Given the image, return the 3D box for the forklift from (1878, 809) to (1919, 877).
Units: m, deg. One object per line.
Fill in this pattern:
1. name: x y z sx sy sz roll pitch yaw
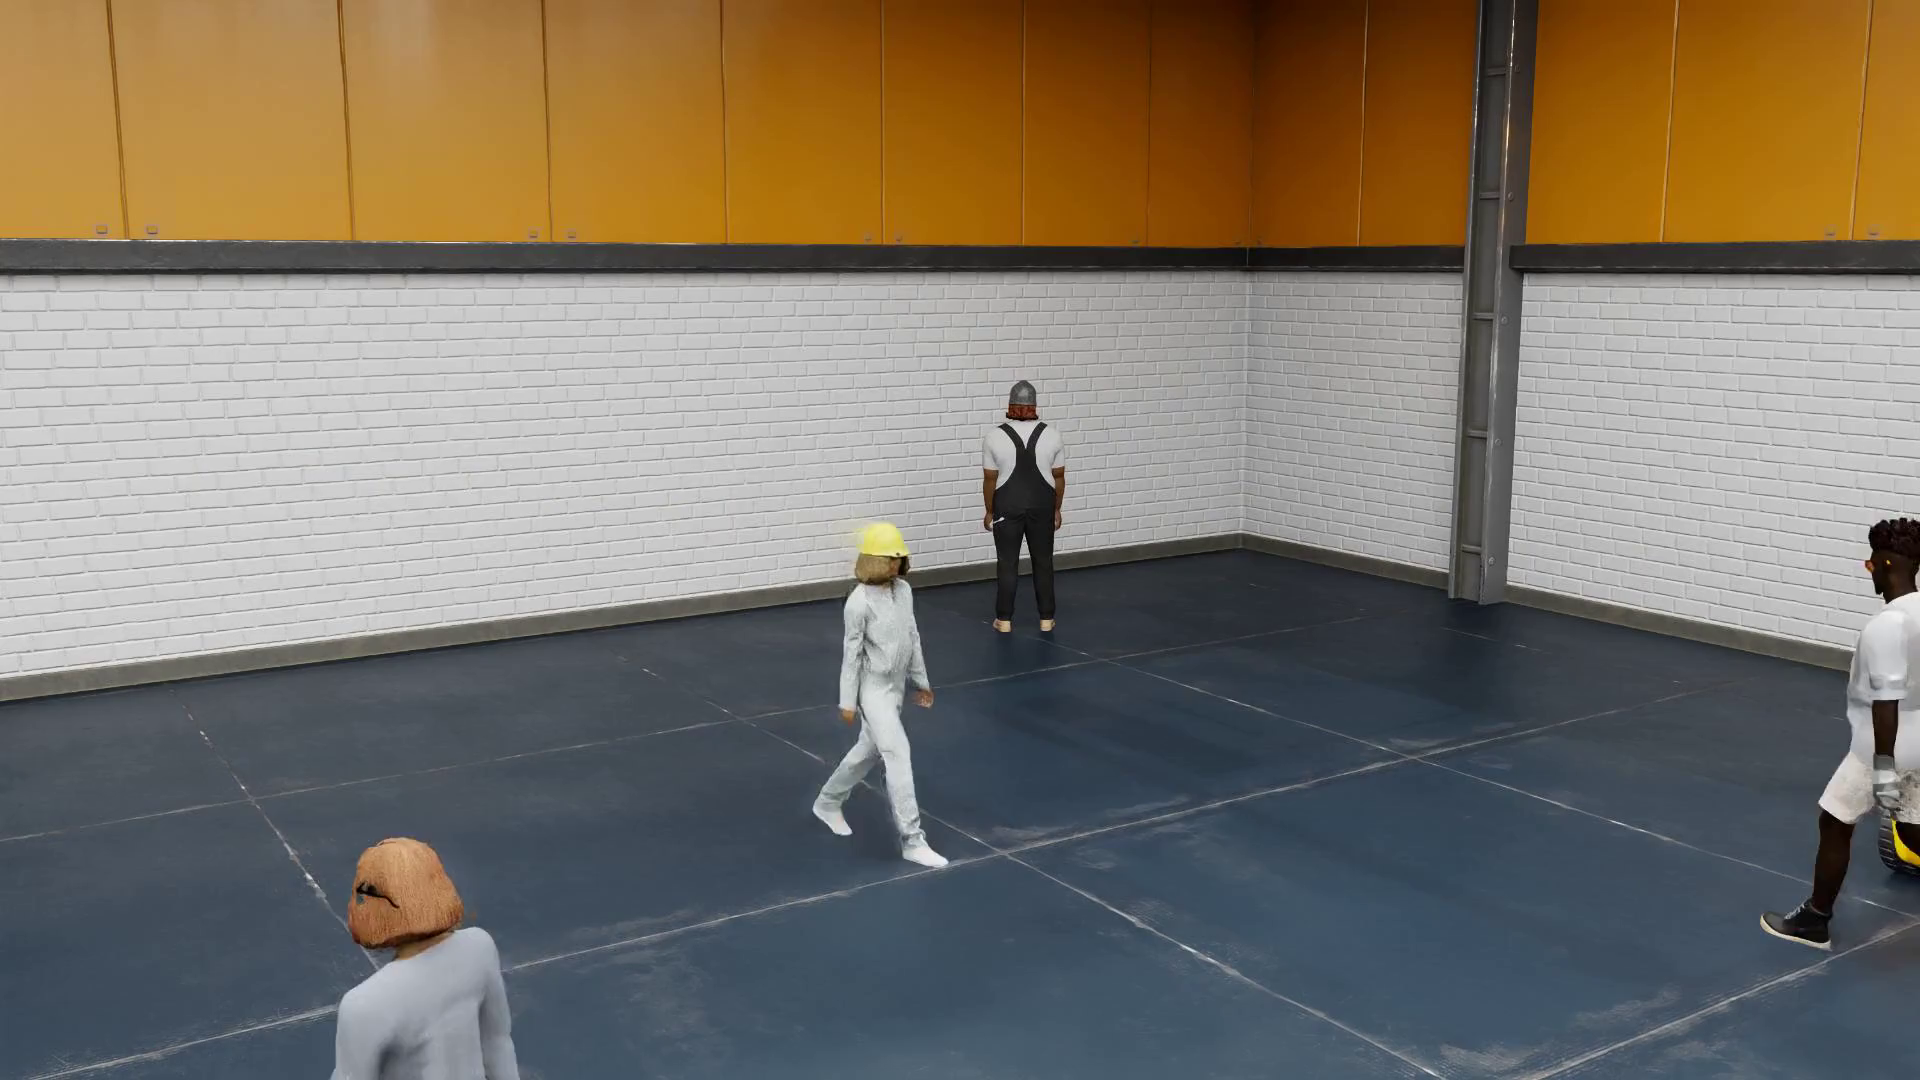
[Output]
1. forklift: 5.511 0.571 7.906 2.313 2.155 1.214 -6 11 -33

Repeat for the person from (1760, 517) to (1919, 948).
1. person: 3.976 0.863 6.980 0.600 1.926 0.918 -7 11 -35

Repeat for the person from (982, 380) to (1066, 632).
1. person: 0.502 -0.275 13.464 0.674 2.000 0.535 -1 9 -5

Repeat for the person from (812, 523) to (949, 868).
1. person: -0.432 0.738 8.377 0.884 1.702 0.490 5 11 28

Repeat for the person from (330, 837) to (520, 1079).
1. person: -1.351 1.506 4.108 0.881 1.583 0.518 4 10 22
